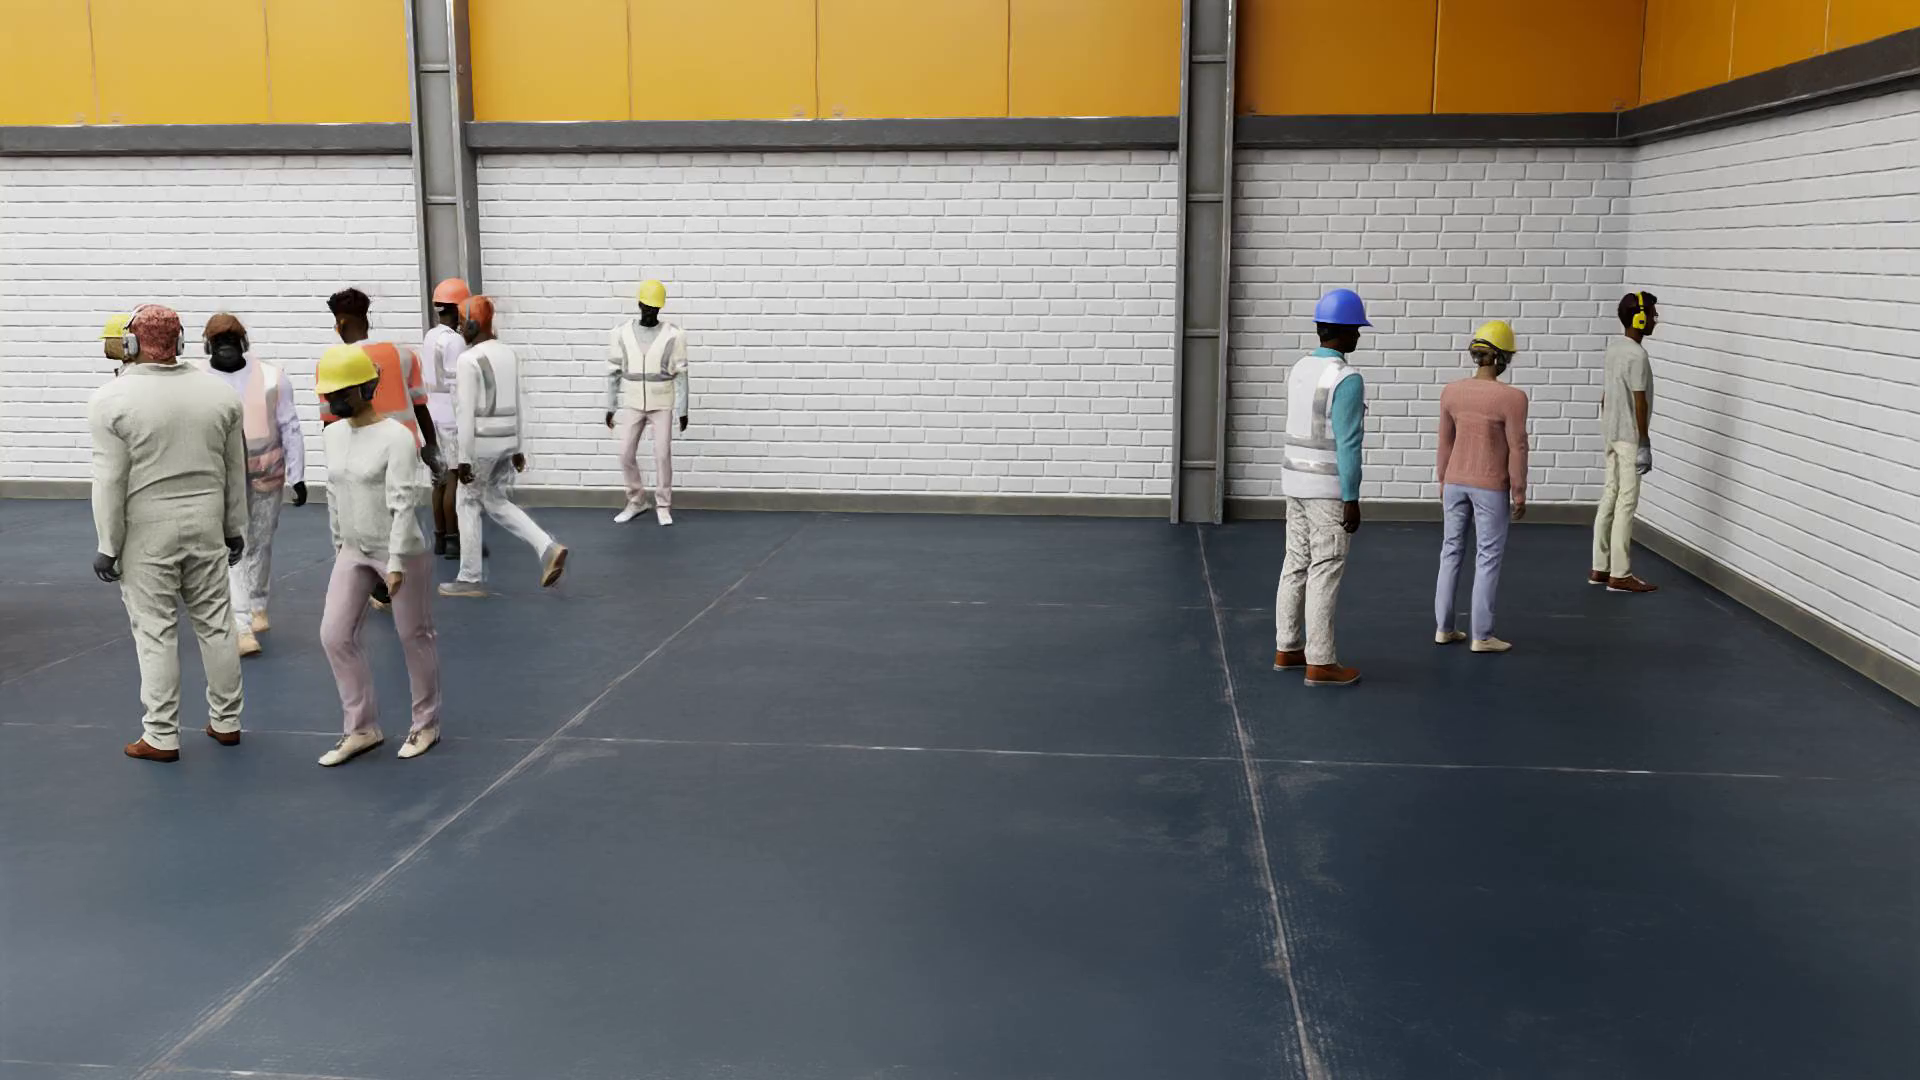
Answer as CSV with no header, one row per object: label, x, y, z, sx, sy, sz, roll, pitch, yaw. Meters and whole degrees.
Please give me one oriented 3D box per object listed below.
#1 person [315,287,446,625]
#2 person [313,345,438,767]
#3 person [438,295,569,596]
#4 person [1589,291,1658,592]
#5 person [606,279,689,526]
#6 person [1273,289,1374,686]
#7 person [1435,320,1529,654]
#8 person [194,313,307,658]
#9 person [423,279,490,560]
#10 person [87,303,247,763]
person,-3.344,-0.468,9.472,0.955,1.906,0.664,8,13,40
person,-2.423,0.074,6.829,0.545,1.732,0.620,4,11,22
person,-2.838,-0.563,10.151,0.734,1.860,0.580,3,10,15
person,4.208,-0.609,10.421,0.395,1.869,0.545,-1,10,-4
person,-2.397,-1.047,12.795,0.638,1.903,0.497,0,10,2
person,1.804,-0.258,8.198,0.425,1.938,0.604,-3,10,-17
person,2.768,-0.277,8.819,0.345,1.758,0.532,-8,13,-38
person,-3.864,-0.318,8.949,0.620,1.797,0.963,-7,12,-33
person,-3.484,-0.830,11.491,0.388,1.929,0.546,-6,12,-33
person,-3.316,-0.031,6.972,0.409,1.907,0.651,7,12,36
